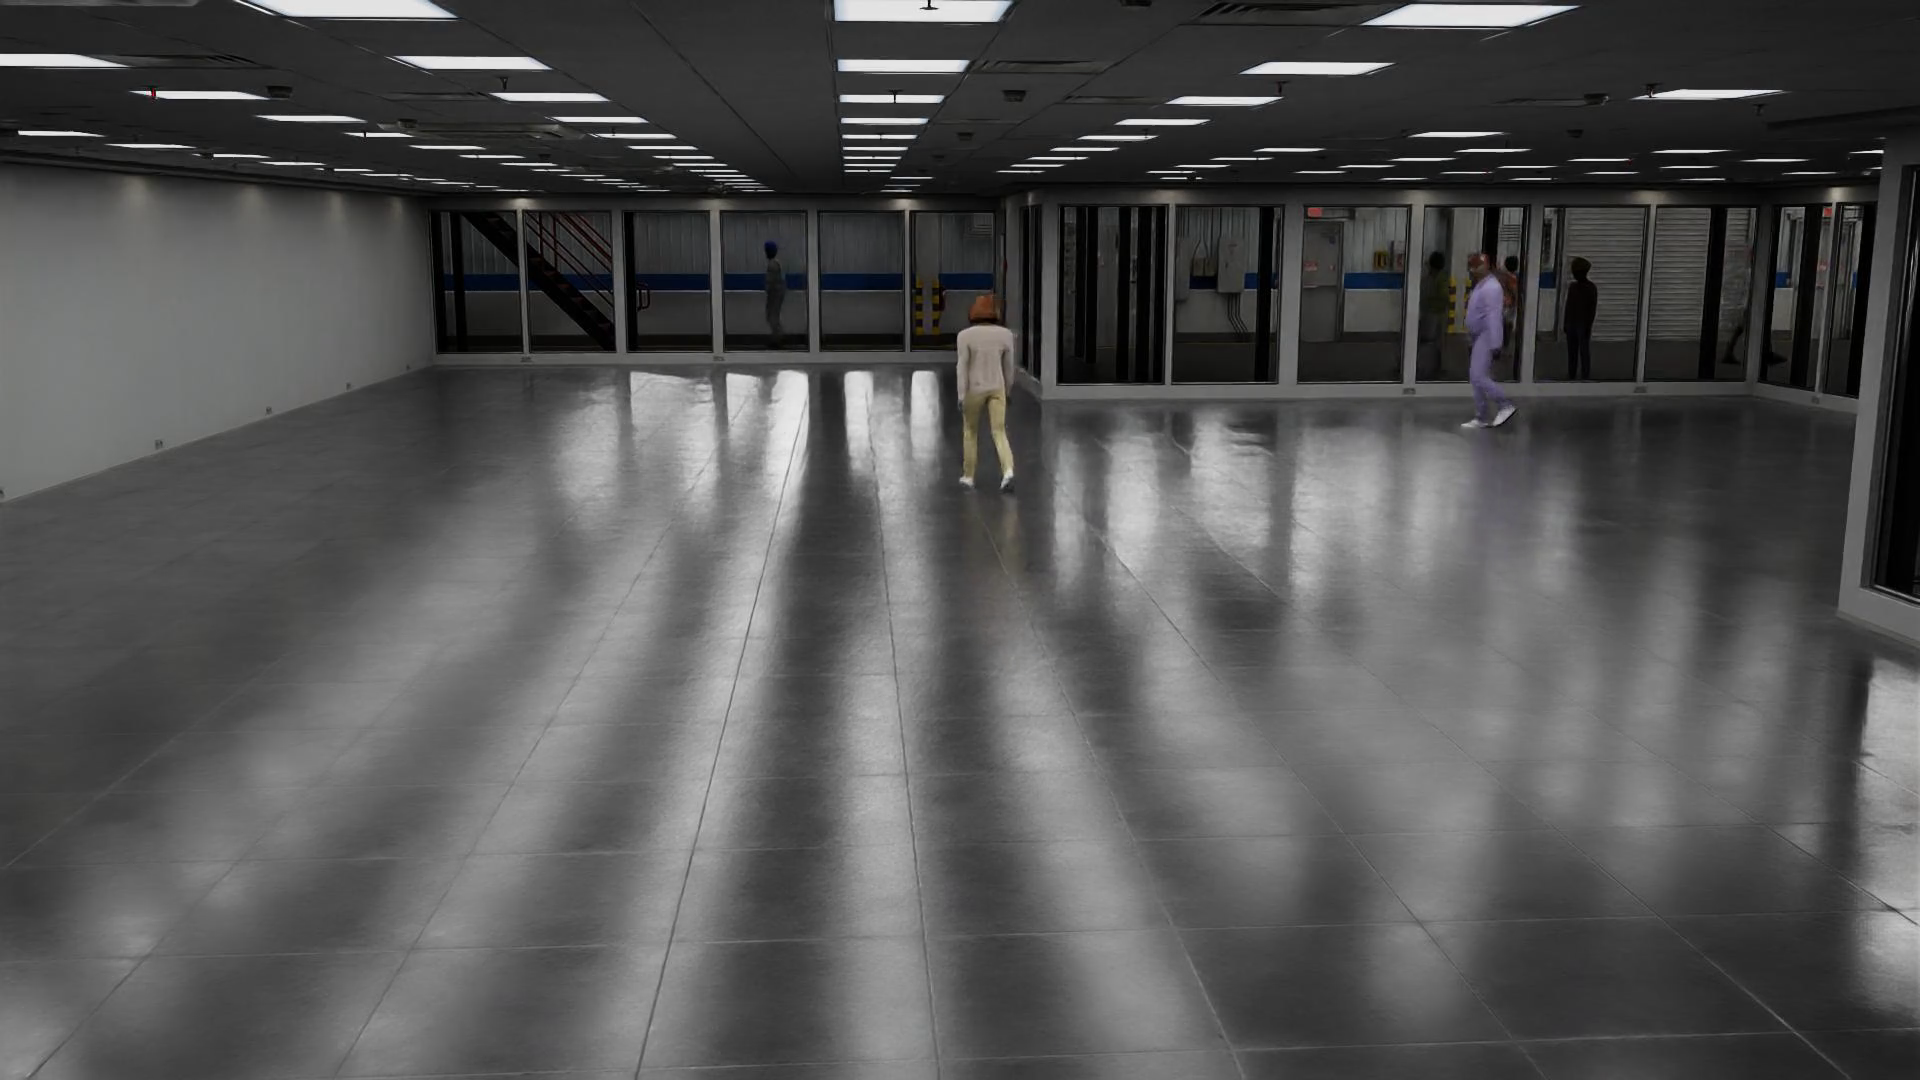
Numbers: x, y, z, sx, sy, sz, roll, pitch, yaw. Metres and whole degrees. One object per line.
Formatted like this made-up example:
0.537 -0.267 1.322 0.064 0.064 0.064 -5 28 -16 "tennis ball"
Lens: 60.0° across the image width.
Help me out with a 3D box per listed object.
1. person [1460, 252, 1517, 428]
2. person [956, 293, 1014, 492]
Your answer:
5.576 -2.100 17.611 0.486 1.880 0.653 1 11 7 "person"
0.227 -1.194 13.466 0.512 1.602 0.805 -4 11 -18 "person"
